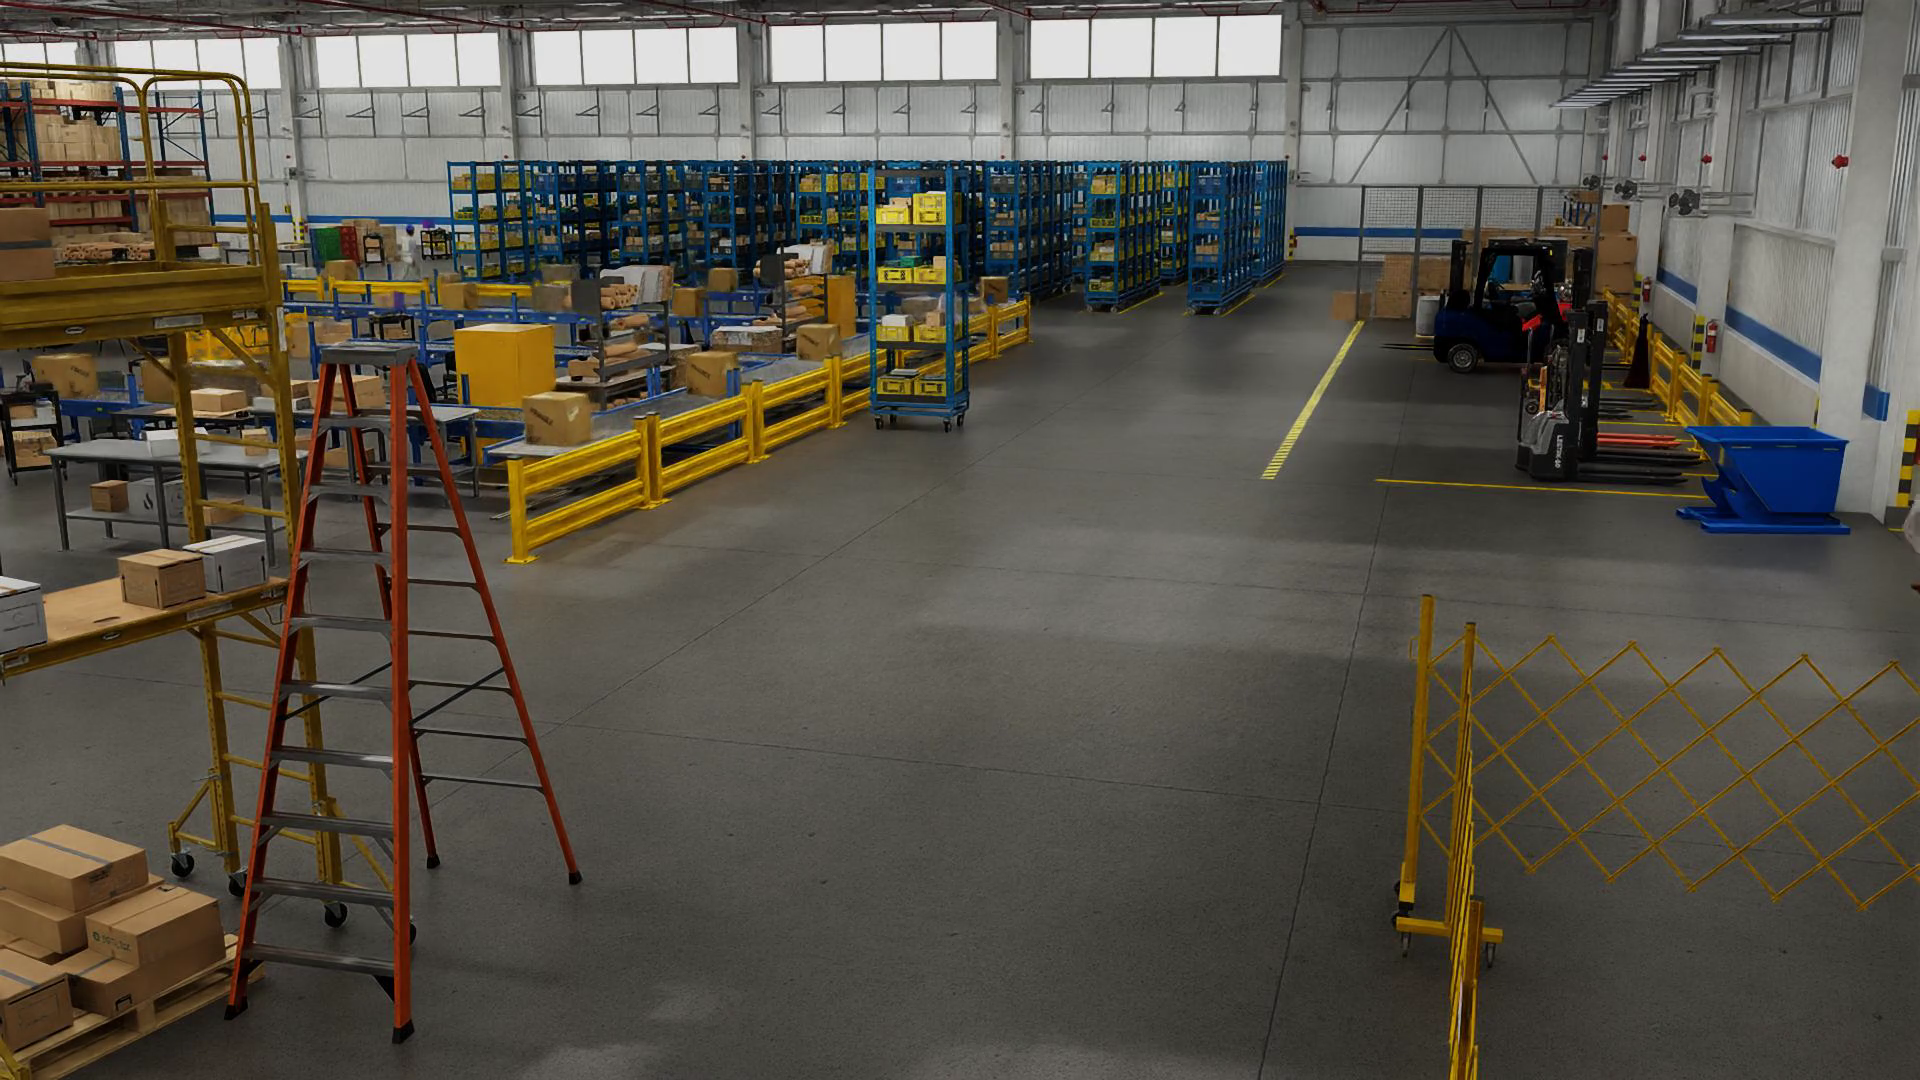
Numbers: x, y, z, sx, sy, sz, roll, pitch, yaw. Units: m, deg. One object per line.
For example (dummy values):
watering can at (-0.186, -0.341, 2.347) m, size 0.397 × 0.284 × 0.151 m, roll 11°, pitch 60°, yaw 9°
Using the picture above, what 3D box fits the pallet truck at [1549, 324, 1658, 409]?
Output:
pallet truck at (9.824, -2.669, 25.407) m, size 1.601 × 1.201 × 0.680 m, roll 4°, pitch 14°, yaw 16°

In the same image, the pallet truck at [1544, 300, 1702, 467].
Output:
pallet truck at (8.263, -1.952, 20.631) m, size 1.885 × 1.965 × 0.823 m, roll 5°, pitch 14°, yaw 20°

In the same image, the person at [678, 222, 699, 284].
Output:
person at (-8.119, -8.579, 49.696) m, size 0.615 × 1.802 × 0.783 m, roll 0°, pitch 13°, yaw 1°

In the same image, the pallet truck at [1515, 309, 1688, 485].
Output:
pallet truck at (7.554, -1.677, 19.446) m, size 1.885 × 1.965 × 0.823 m, roll 3°, pitch 13°, yaw 14°

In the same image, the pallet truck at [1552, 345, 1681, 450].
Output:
pallet truck at (8.641, -1.896, 21.908) m, size 1.630 × 1.274 × 0.653 m, roll 4°, pitch 14°, yaw 16°

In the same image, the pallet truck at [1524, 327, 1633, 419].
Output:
pallet truck at (9.065, -2.460, 24.370) m, size 1.522 × 1.261 × 0.704 m, roll 3°, pitch 13°, yaw 14°

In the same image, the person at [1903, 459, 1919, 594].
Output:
person at (8.462, -0.443, 14.357) m, size 0.660 × 1.895 × 0.420 m, roll -10°, pitch 16°, yaw -37°

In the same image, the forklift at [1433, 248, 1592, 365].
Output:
forklift at (9.780, -4.111, 29.280) m, size 2.680 × 1.987 × 1.157 m, roll 3°, pitch 13°, yaw 14°

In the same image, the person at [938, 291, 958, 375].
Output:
person at (-0.226, -3.535, 27.369) m, size 0.375 × 2.044 × 0.607 m, roll -1°, pitch 13°, yaw -2°

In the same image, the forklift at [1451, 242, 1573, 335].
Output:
forklift at (10.464, -4.597, 31.405) m, size 2.680 × 1.987 × 1.157 m, roll 4°, pitch 14°, yaw 16°

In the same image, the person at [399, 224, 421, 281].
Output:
person at (-15.216, -7.746, 45.896) m, size 0.612 × 1.902 × 1.001 m, roll 8°, pitch 15°, yaw 30°
